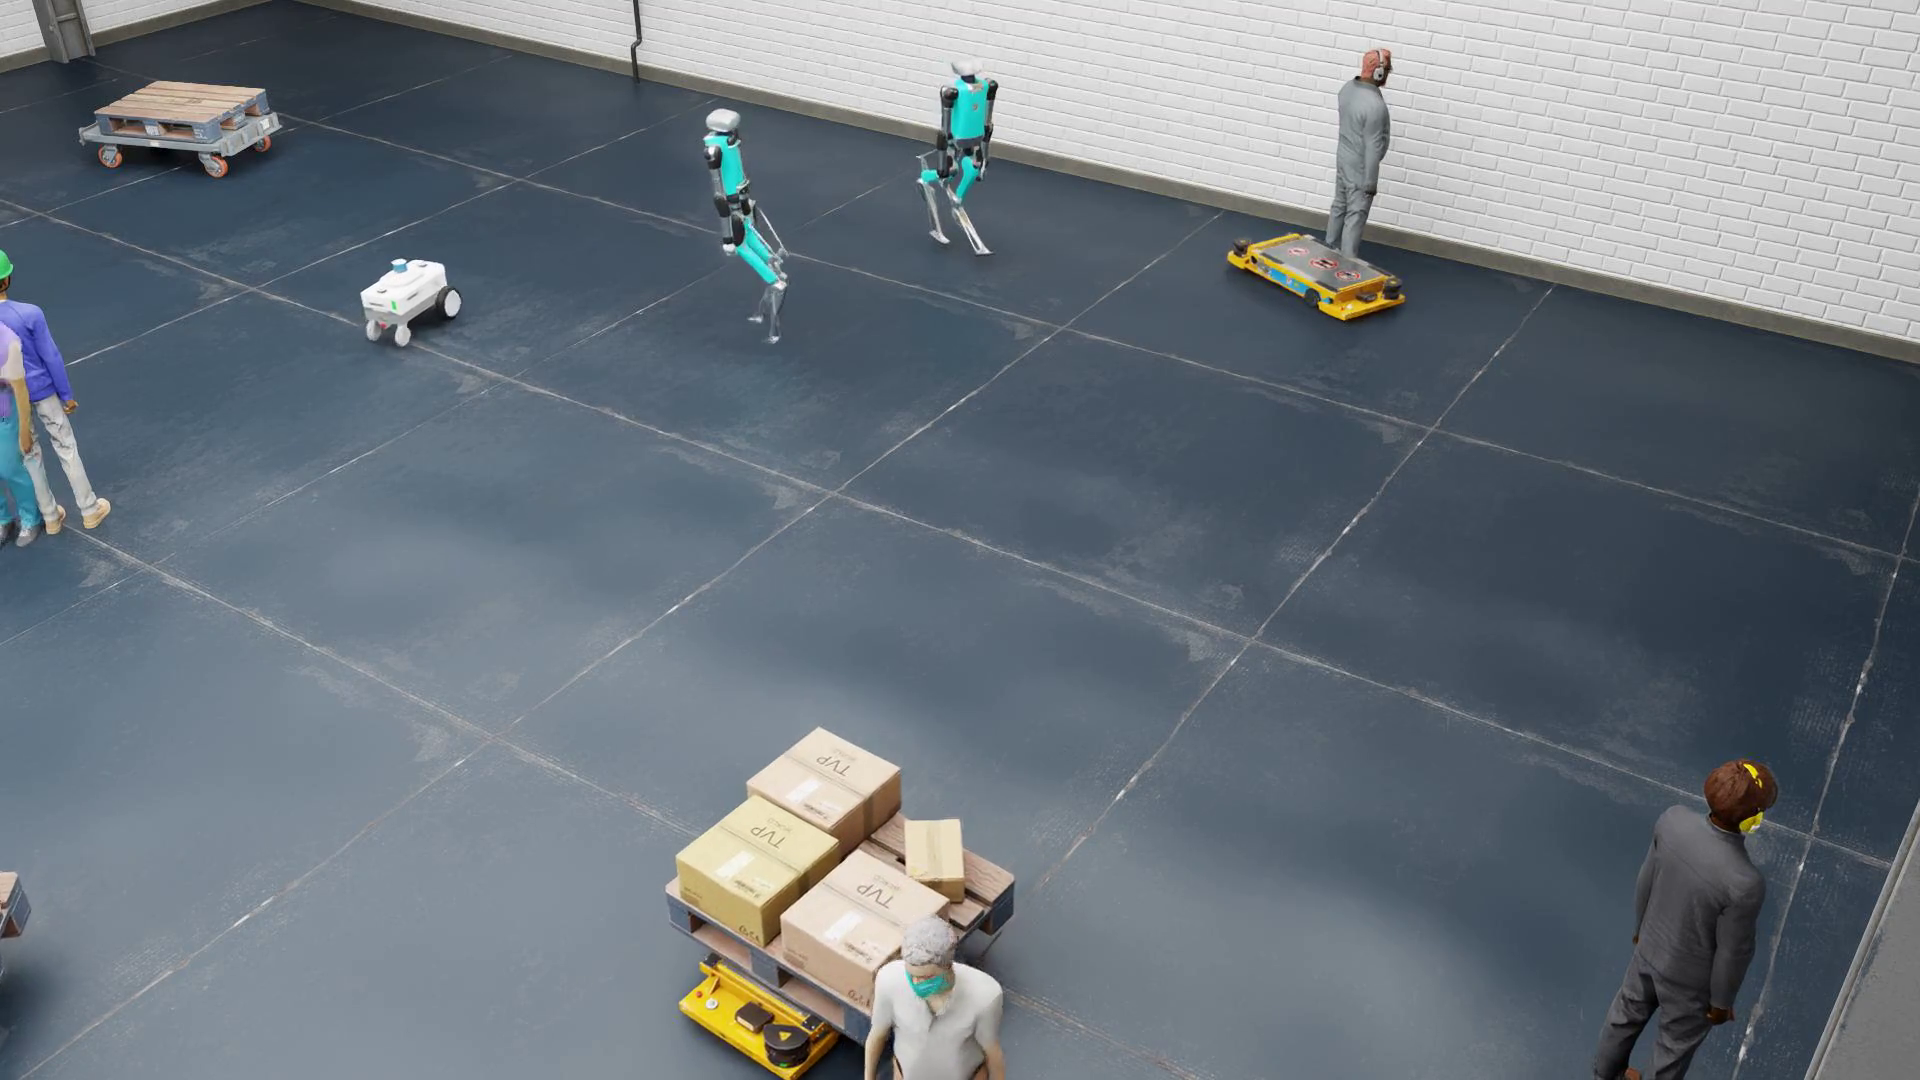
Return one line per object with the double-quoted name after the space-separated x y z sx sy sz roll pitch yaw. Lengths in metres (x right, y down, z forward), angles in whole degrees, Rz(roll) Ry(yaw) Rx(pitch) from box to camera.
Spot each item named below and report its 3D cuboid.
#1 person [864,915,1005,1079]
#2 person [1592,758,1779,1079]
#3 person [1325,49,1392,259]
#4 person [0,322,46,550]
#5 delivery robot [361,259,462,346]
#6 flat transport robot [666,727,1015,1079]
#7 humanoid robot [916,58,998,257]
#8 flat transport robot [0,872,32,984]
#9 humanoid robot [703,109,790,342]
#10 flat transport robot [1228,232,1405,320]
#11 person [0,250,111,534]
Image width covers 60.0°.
-0.089 1.904 5.969 0.537 1.717 0.785 3 33 4 "person"
2.749 1.584 6.307 0.348 1.874 0.501 -13 35 -19 "person"
3.247 -3.026 13.463 0.404 1.899 0.634 -6 33 -10 "person"
-5.817 -0.739 9.995 0.659 1.793 0.478 3 33 4 "person"
-4.299 -1.894 12.945 0.499 0.602 0.801 11 34 17 "delivery robot"
-0.525 1.781 7.484 0.659 0.231 1.431 22 39 31 "flat transport robot"
-0.056 -3.186 13.858 0.550 1.735 1.027 -21 38 -30 "humanoid robot"
-4.681 2.055 7.058 0.659 0.231 1.431 -5 33 -8 "flat transport robot"
-1.491 -2.350 12.585 0.790 1.802 0.534 5 33 8 "humanoid robot"
2.919 -2.200 13.680 0.659 0.231 1.431 -19 37 -26 "flat transport robot"
-5.692 -0.905 10.184 0.468 1.871 0.357 -8 34 -12 "person"
